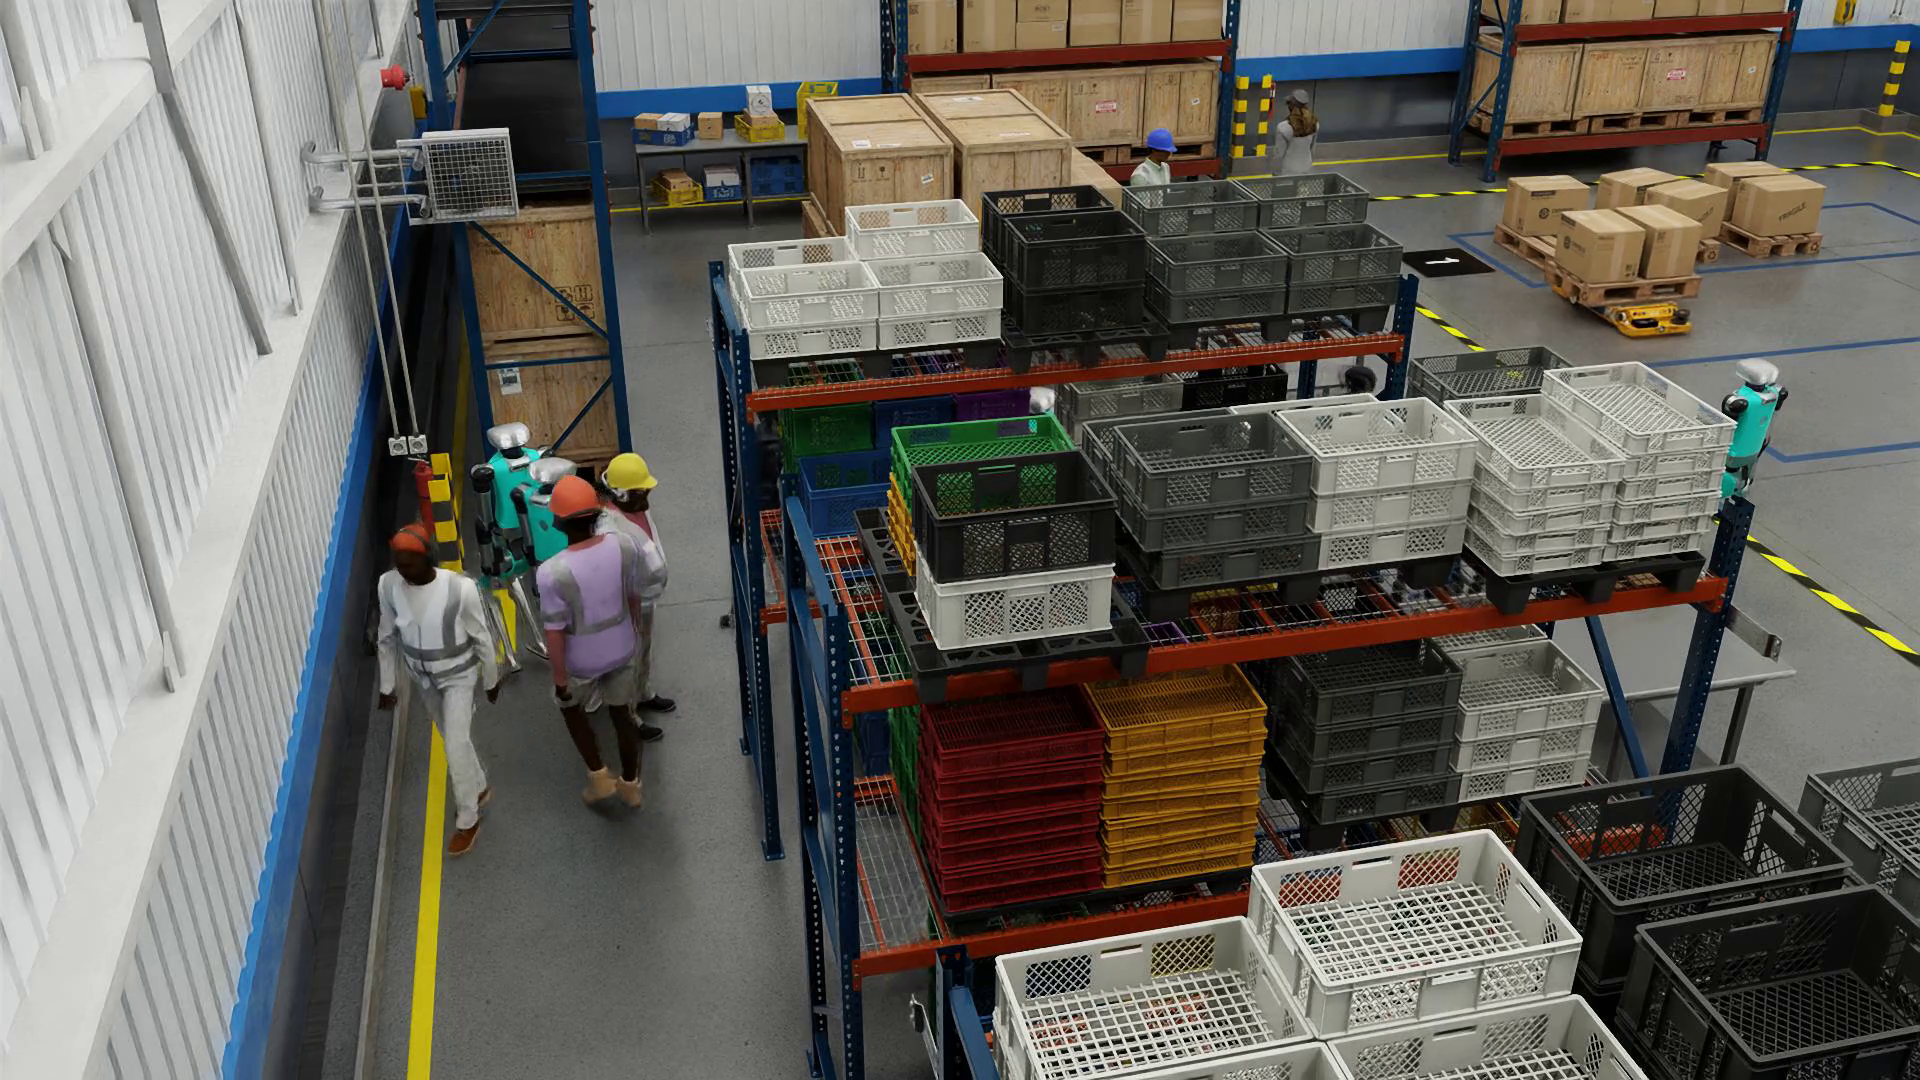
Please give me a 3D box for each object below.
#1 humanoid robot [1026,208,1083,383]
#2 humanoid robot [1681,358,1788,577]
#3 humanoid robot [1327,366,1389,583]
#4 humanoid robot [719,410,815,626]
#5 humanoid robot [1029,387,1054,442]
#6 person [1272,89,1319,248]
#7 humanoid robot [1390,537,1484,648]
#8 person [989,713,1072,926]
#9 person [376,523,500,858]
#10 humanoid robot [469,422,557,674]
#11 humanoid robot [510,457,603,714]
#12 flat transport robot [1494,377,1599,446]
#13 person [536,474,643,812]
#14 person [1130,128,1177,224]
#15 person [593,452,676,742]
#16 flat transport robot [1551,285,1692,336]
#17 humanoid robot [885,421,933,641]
[{"bbox_3d":[0.854,-2.005,14.287,1.019,1.731,0.545,5,28,9],"label":"humanoid robot"},{"bbox_3d":[5.035,-0.487,11.257,0.533,1.671,0.735,-15,31,-26],"label":"humanoid robot"},{"bbox_3d":[2.631,-0.440,11.410,0.753,1.623,0.615,0,28,0],"label":"humanoid robot"},{"bbox_3d":[-1.264,-0.210,10.980,0.779,1.617,0.612,-8,29,-15],"label":"humanoid robot"},{"bbox_3d":[0.281,-0.204,10.783,0.717,1.722,0.531,14,31,24],"label":"humanoid robot"},{"bbox_3d":[3.608,-3.983,17.994,0.560,1.768,0.399,-16,32,-27],"label":"person"},{"bbox_3d":[2.730,0.455,9.684,0.601,1.644,0.550,-3,28,-6],"label":"humanoid robot"},{"bbox_3d":[0.416,1.317,7.883,0.441,1.828,0.630,-9,29,-16],"label":"person"},{"bbox_3d":[-2.819,0.796,8.827,0.584,1.863,0.720,8,29,16],"label":"person"},{"bbox_3d":[-2.817,-0.011,10.349,0.533,1.677,0.735,-20,34,-34],"label":"humanoid robot"},{"bbox_3d":[-2.229,0.276,9.983,0.531,1.832,0.690,12,30,22],"label":"humanoid robot"},{"bbox_3d":[4.780,-1.036,14.013,0.659,0.231,1.431,-6,28,-12],"label":"flat transport robot"},{"bbox_3d":[-1.984,0.600,9.033,0.616,2.029,0.473,-22,35,-35],"label":"person"},{"bbox_3d":[1.825,-2.967,15.890,0.412,1.939,0.602,18,33,30],"label":"person"},{"bbox_3d":[-1.908,0.325,9.765,0.404,1.825,0.590,3,28,5],"label":"person"},{"bbox_3d":[6.563,-2.381,16.533,0.652,0.197,1.431,-6,28,-12],"label":"flat transport robot"},{"bbox_3d":[-0.230,-0.093,10.766,0.797,1.620,0.599,-21,34,-34],"label":"humanoid robot"}]
